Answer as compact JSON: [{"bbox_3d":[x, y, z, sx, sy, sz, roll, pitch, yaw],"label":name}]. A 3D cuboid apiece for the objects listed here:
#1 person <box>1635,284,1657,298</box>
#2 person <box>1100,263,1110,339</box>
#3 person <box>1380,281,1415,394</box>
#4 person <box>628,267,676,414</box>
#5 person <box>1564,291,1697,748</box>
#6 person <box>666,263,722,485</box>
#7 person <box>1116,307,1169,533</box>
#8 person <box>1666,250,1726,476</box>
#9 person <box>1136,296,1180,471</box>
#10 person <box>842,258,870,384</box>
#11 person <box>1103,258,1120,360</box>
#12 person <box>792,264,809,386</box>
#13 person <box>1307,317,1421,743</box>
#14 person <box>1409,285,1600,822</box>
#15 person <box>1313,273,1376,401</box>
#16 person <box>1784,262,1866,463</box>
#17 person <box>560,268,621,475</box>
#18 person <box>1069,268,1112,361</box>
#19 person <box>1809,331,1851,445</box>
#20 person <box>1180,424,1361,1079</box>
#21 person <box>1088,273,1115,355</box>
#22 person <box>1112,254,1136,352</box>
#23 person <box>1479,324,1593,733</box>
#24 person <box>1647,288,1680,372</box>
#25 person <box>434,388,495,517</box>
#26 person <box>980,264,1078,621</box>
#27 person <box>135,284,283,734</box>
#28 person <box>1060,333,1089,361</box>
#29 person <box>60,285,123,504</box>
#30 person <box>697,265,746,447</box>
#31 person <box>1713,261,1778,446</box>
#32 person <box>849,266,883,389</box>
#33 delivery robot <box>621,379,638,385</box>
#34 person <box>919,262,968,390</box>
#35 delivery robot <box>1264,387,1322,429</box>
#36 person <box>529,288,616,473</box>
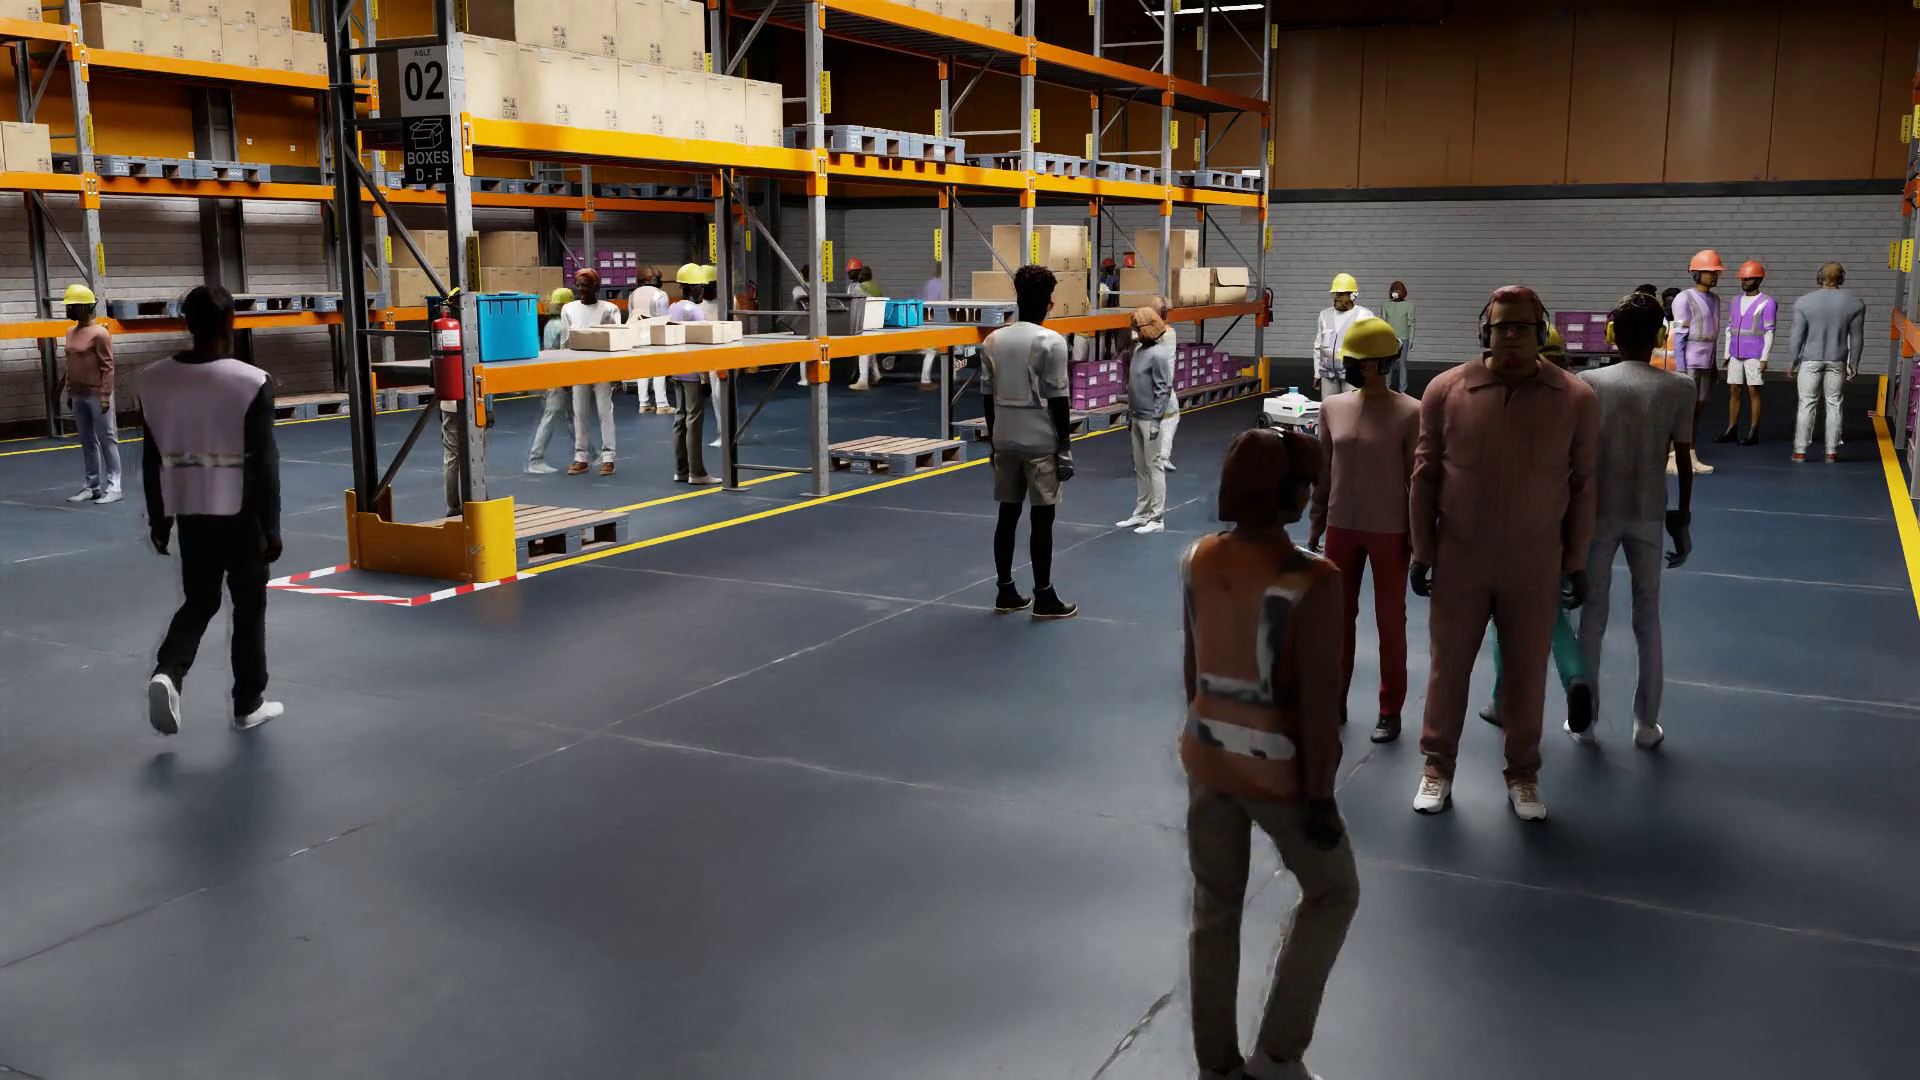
[{"bbox_3d":[7.215,-1.866,17.670,0.317,1.695,0.540,-1,10,-8],"label":"person"},{"bbox_3d":[1.978,-3.224,25.050,0.524,1.877,0.684,-5,11,-29],"label":"person"},{"bbox_3d":[6.060,-2.773,23.106,0.507,1.632,0.268,7,12,34],"label":"person"},{"bbox_3d":[-3.868,-2.509,20.983,0.632,1.839,0.429,6,11,31],"label":"person"},{"bbox_3d":[2.722,-0.078,6.824,0.532,1.869,0.311,3,10,17],"label":"person"},{"bbox_3d":[-2.350,-1.447,14.574,0.370,1.928,0.585,-7,12,-37],"label":"person"},{"bbox_3d":[1.344,-0.866,12.069,0.285,1.632,0.498,-3,10,-17],"label":"person"},{"bbox_3d":[6.731,-1.606,15.161,0.603,2.045,0.374,-7,12,-35],"label":"person"},{"bbox_3d":[1.803,-1.421,15.302,0.421,1.625,0.528,-9,13,-43],"label":"person"},{"bbox_3d":[-1.597,-3.341,25.513,0.367,1.935,0.552,-8,12,-37],"label":"person"},{"bbox_3d":[2.727,-4.173,30.353,0.542,1.931,0.366,-8,13,-40],"label":"person"},{"bbox_3d":[-2.292,-3.254,25.281,0.579,1.847,0.546,-4,10,-20],"label":"person"},{"bbox_3d":[1.683,-0.040,6.910,0.533,1.764,0.324,8,13,39],"label":"person"},{"bbox_3d":[1.928,0.054,5.945,0.639,1.911,0.406,3,10,15],"label":"person"},{"bbox_3d":[3.564,-1.562,15.522,0.600,1.829,0.404,8,12,37],"label":"person"},{"bbox_3d":[8.332,-1.706,16.053,0.673,1.937,0.408,3,10,17],"label":"person"},{"bbox_3d":[-3.357,-1.524,15.159,0.577,1.880,0.349,1,10,8],"label":"person"},{"bbox_3d":[1.796,-2.843,22.951,0.619,1.835,0.430,-1,10,-3],"label":"person"},{"bbox_3d":[9.189,-1.813,17.587,0.492,1.625,0.284,3,10,19],"label":"person"},{"bbox_3d":[0.732,0.542,3.909,0.433,1.623,0.538,-7,12,-34],"label":"person"},{"bbox_3d":[1.910,-3.066,24.018,0.681,1.900,0.839,9,13,41],"label":"person"},{"bbox_3d":[2.493,-3.180,24.416,0.609,1.996,0.379,-6,12,-32],"label":"person"},{"bbox_3d":[2.400,-0.033,6.880,0.530,1.743,0.570,-1,10,-8],"label":"person"},{"bbox_3d":[6.929,-1.615,16.253,0.533,1.686,0.322,8,13,39],"label":"person"},{"bbox_3d":[-3.783,-0.979,12.706,0.521,1.639,0.311,4,11,23],"label":"person"},{"bbox_3d":[0.389,-0.535,9.209,0.603,1.959,0.377,9,13,43],"label":"person"},{"bbox_3d":[-3.115,-0.105,6.894,0.607,1.897,0.641,1,10,7],"label":"person"},{"bbox_3d":[1.612,-3.006,23.554,1.003,1.930,0.645,-7,12,-34],"label":"person"},{"bbox_3d":[-7.047,-1.171,13.452,0.522,1.768,0.312,5,11,27],"label":"person"},{"bbox_3d":[-2.519,-1.897,17.248,0.618,1.899,0.474,6,11,29],"label":"person"},{"bbox_3d":[8.285,-1.962,17.528,0.364,1.939,0.542,-5,11,-27],"label":"person"},{"bbox_3d":[-1.398,-3.171,24.873,0.432,1.819,0.711,5,11,28],"label":"person"},{"bbox_3d":[-4.571,-2.419,23.906,0.707,0.478,0.477,0,10,-3],"label":"delivery robot"},{"bbox_3d":[-0.223,-3.176,24.682,0.968,1.883,0.717,-6,11,-29],"label":"person"},{"bbox_3d":[3.635,-1.426,18.153,0.477,0.478,0.707,-5,11,-25],"label":"delivery robot"},{"bbox_3d":[-3.632,-1.472,15.404,0.922,1.694,0.503,-6,12,-32],"label":"person"}]
